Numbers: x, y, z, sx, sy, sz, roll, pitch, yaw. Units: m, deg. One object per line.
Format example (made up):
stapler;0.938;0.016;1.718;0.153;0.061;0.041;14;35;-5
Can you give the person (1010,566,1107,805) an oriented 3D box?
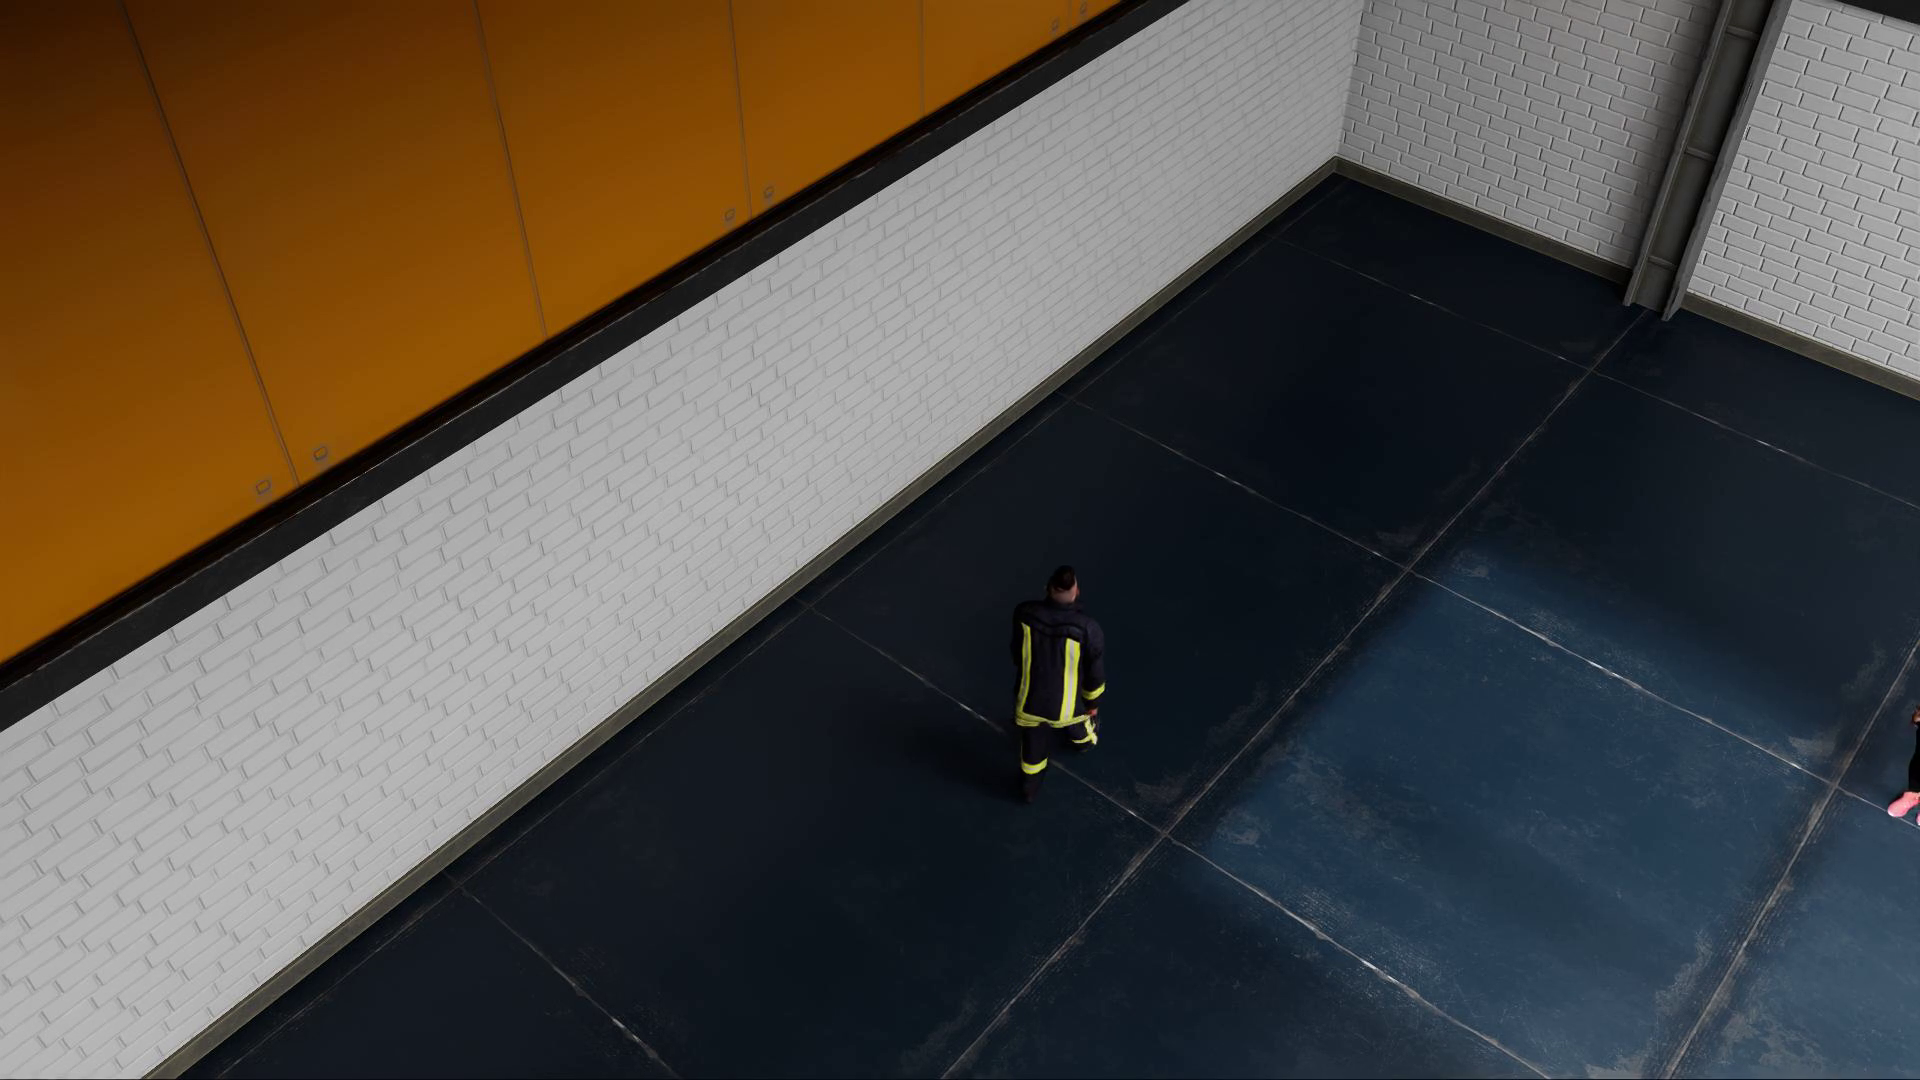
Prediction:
person;0.534;0.880;9.761;1.075;1.836;1.044;14;45;14
